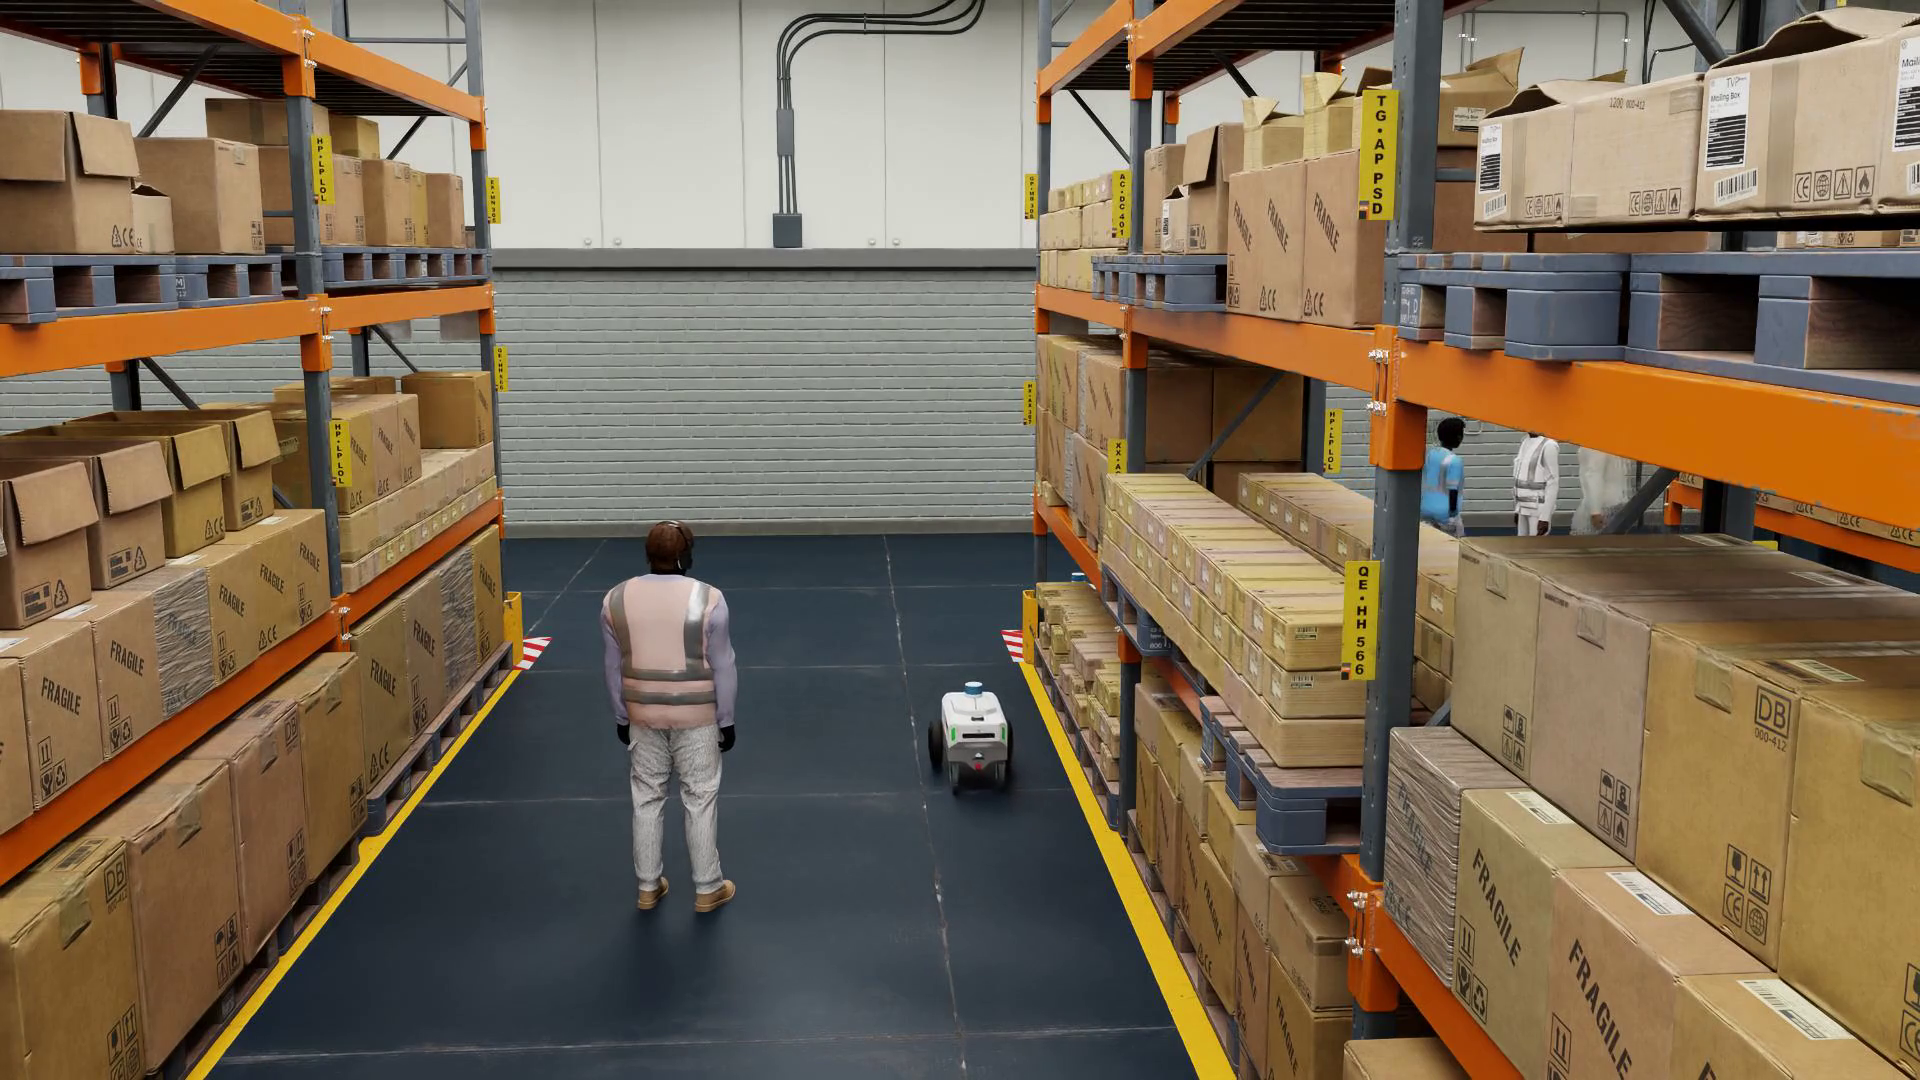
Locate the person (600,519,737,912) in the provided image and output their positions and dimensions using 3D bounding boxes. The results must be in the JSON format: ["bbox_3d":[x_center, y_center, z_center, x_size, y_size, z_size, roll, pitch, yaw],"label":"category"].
[{"bbox_3d":[-1.323,0.817,7.720,0.625,1.844,0.429,2,10,10],"label":"person"}]

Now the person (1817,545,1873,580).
[{"bbox_3d":[7.130,-0.213,13.200,0.709,2.000,0.672,-6,11,-31],"label":"person"}]

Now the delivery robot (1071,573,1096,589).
[{"bbox_3d":[0.925,0.501,13.088,0.707,0.478,0.477,-5,11,-27],"label":"delivery robot"}]

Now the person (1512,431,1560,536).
[{"bbox_3d":[4.752,-0.234,13.790,0.356,1.881,0.575,-1,10,-4],"label":"person"}]

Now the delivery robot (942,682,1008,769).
[{"bbox_3d":[0.080,1.074,9.716,0.477,0.478,0.707,-1,10,-4],"label":"delivery robot"}]

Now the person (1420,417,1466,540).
[{"bbox_3d":[4.148,-0.251,14.557,0.770,1.664,0.535,-2,10,-13],"label":"person"}]

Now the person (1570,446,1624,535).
[{"bbox_3d":[5.393,-0.279,13.985,0.507,1.913,0.644,8,12,38],"label":"person"}]
